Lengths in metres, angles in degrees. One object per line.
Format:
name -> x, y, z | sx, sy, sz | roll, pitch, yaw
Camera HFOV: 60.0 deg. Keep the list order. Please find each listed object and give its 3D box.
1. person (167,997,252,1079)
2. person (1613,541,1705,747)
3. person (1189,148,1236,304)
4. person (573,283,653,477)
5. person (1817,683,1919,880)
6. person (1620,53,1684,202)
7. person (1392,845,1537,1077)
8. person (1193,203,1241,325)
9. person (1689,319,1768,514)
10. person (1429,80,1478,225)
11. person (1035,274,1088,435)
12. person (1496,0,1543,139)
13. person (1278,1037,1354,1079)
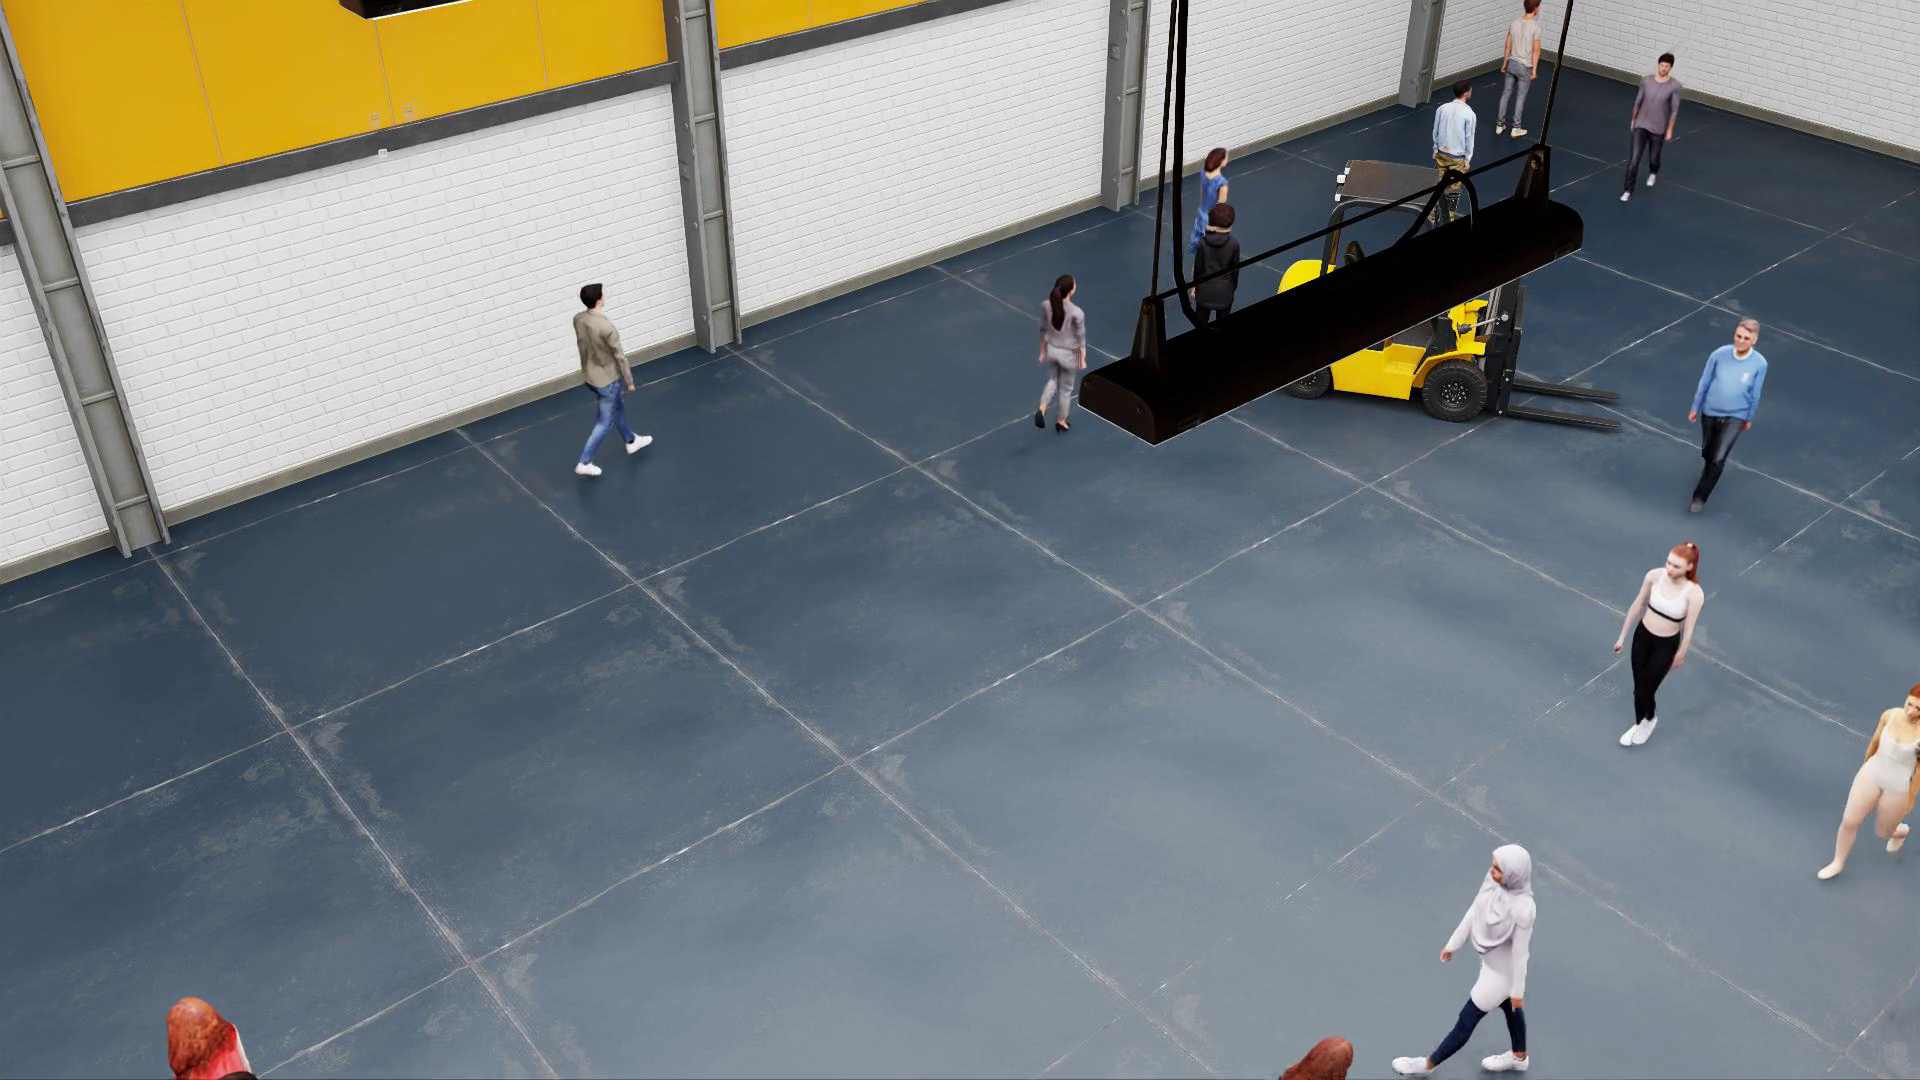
person -> -3.717, 2.984, 8.495 | 0.721, 1.828, 0.625 | 8, 34, 12
person -> 5.053, 0.735, 11.965 | 0.615, 1.732, 0.613 | -21, 39, -28
person -> 2.670, -3.366, 18.105 | 0.689, 1.764, 0.679 | -22, 39, -29
person -> -3.307, -1.431, 15.121 | 0.831, 1.844, 1.210 | 26, 42, 33
person -> 6.086, 1.566, 10.815 | 0.913, 1.620, 0.623 | -18, 37, -24
person -> 8.659, -5.190, 20.793 | 0.879, 1.827, 1.146 | 20, 39, 27
person -> 3.148, 2.416, 9.431 | 1.148, 1.737, 1.042 | -1, 34, -2
person -> 2.596, -2.569, 16.890 | 0.736, 1.781, 0.791 | 4, 34, 6
person -> 6.821, -1.174, 14.790 | 0.867, 1.783, 1.220 | 23, 40, 30
person -> 5.897, -4.610, 19.937 | 0.570, 1.809, 0.687 | -28, 43, -35
person -> 0.920, -1.696, 15.683 | 0.689, 1.665, 0.775 | 23, 40, 31
person -> 7.611, -6.444, 22.624 | 0.680, 1.888, 0.587 | 28, 43, 36
person -> 1.646, 3.166, 8.313 | 0.660, 1.725, 0.623 | -21, 39, -28
